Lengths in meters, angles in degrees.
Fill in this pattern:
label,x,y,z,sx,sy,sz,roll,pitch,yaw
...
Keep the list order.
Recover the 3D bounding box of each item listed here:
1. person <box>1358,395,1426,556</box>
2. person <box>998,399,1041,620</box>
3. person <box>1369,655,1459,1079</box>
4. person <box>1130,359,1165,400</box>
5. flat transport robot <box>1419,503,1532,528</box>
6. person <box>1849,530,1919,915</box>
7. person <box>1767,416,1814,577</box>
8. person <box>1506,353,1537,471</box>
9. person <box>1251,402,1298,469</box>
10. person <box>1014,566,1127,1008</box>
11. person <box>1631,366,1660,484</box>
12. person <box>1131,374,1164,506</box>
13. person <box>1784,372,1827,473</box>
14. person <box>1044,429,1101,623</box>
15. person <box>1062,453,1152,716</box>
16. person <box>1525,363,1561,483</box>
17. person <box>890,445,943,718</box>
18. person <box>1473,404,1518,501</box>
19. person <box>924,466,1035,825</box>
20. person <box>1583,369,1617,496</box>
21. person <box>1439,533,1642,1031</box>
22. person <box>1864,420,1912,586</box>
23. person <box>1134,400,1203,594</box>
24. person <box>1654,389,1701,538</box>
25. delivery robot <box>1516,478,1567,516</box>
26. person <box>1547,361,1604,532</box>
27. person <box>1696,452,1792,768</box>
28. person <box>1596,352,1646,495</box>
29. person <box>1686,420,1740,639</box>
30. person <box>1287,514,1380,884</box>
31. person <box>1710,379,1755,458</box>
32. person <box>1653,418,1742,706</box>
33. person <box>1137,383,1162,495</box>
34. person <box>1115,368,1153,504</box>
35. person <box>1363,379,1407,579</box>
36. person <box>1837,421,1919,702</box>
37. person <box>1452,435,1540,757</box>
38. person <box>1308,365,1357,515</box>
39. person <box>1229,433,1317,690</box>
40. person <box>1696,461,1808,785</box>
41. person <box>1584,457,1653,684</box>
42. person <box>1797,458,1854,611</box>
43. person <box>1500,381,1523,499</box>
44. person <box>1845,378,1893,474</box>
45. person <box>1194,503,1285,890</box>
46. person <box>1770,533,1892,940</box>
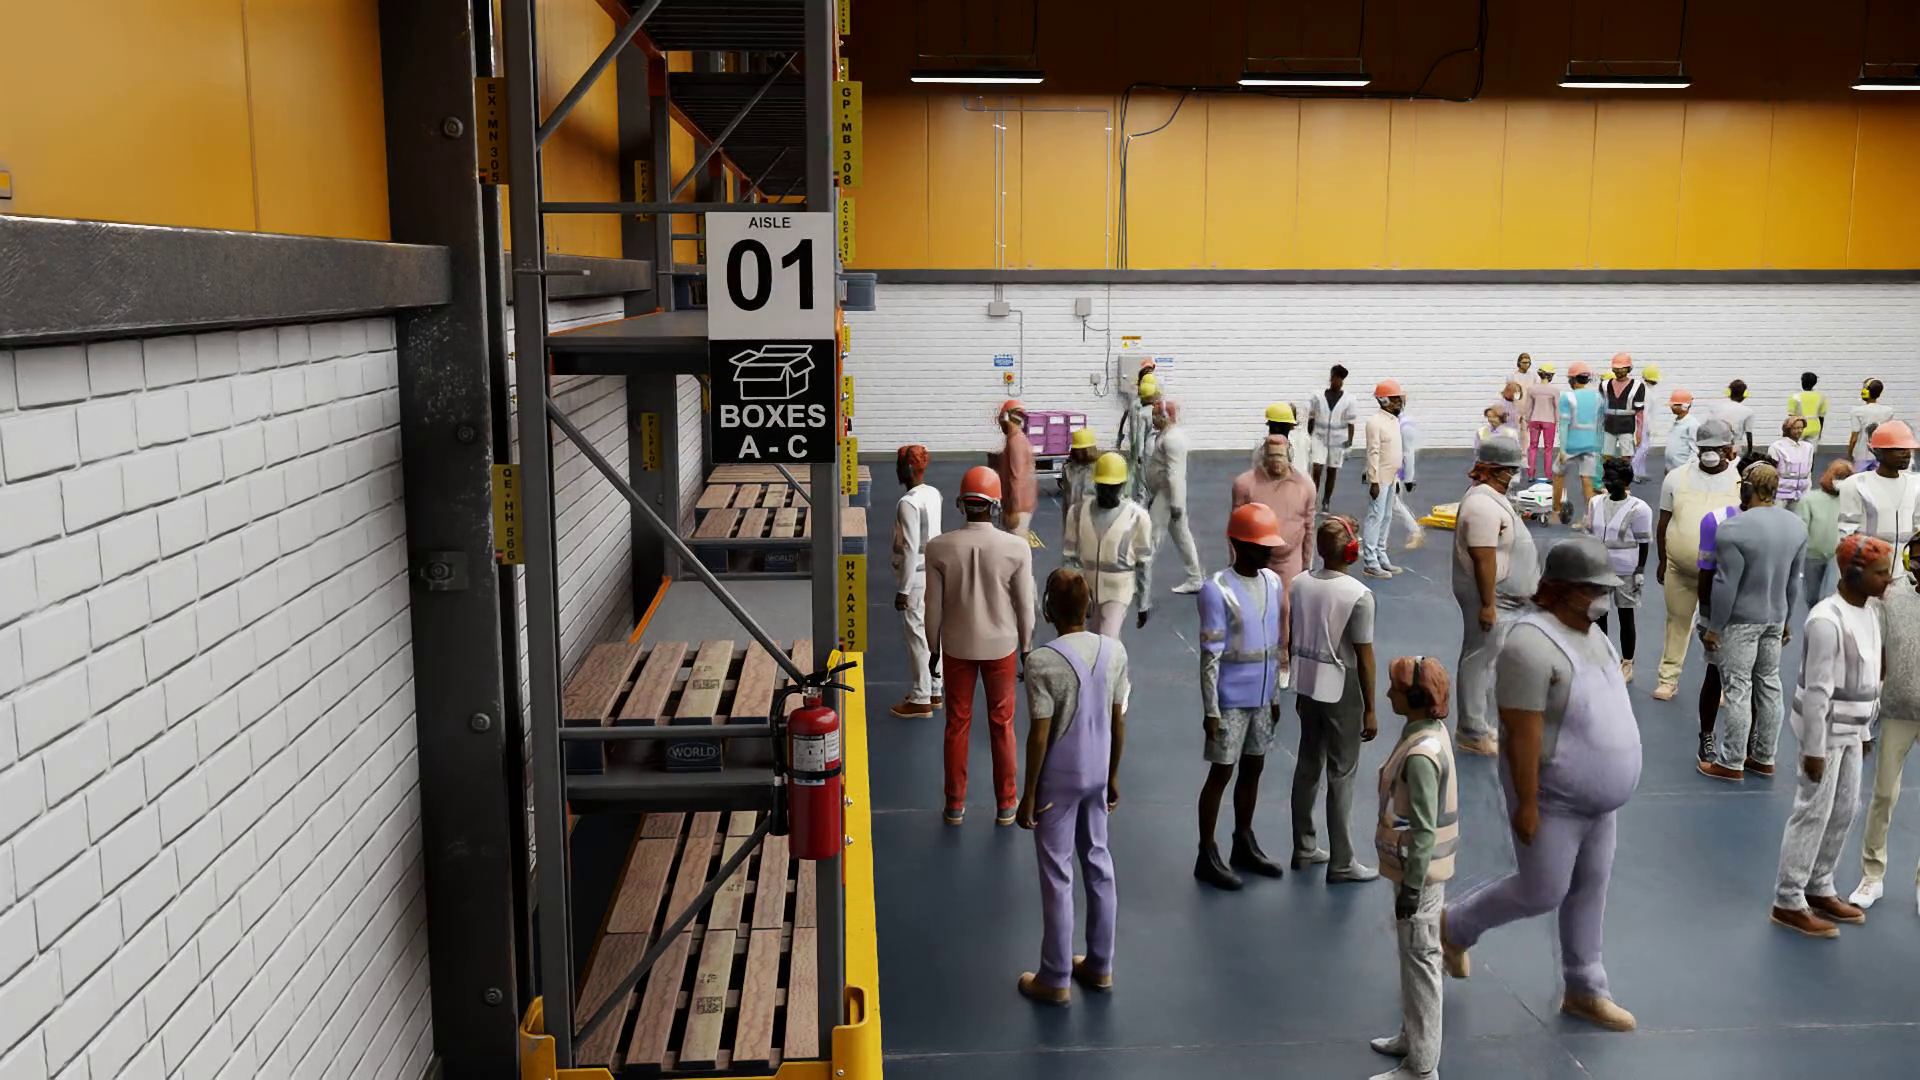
label,x,y,z,sx,sy,sz,roll,pitch,yaw
person,4.732,-0.733,18.088,0.913,1.815,0.614,-2,9,-14
person,0.528,-0.259,14.677,0.421,1.942,0.694,0,9,-1
person,1.699,1.235,6.217,0.308,1.639,0.524,3,9,16
person,2.905,-1.945,25.858,0.561,1.742,0.337,-1,9,-4
flat transport robot,6.297,-0.321,20.274,1.431,0.197,0.652,-8,12,-40
person,4.537,0.856,7.875,0.533,1.870,0.315,6,11,31
person,8.308,-0.433,16.690,0.511,1.640,0.308,-2,9,-14
person,8.691,-1.984,25.798,0.515,1.842,0.331,-2,9,-10
person,2.775,-0.271,14.833,0.426,1.915,0.583,0,9,0
person,0.458,1.022,6.934,0.520,1.837,0.331,-6,11,-34
person,10.002,-1.683,24.304,0.360,1.721,0.637,4,10,24
person,2.476,-1.308,21.856,0.487,1.746,0.288,-2,9,-10
person,11.829,-1.517,23.336,0.559,1.680,0.459,1,9,4
person,1.074,-0.120,14.529,0.502,1.709,0.726,5,10,30
person,1.000,0.338,11.098,0.594,1.892,0.928,5,10,27
person,8.530,-1.707,24.317,0.523,1.762,0.329,7,12,39
person,-0.299,0.284,11.438,0.343,1.884,0.590,3,10,19
person,5.836,-0.671,18.232,0.555,1.618,0.538,8,12,43
person,0.108,0.588,9.167,0.612,1.995,0.382,1,9,5
person,8.868,-1.481,22.915,0.542,1.750,0.371,-7,11,-37
person,2.388,0.947,6.769,0.694,2.000,0.740,-8,12,-40
person,7.728,-0.091,13.949,0.719,1.826,0.598,6,11,34
person,1.867,-0.397,15.767,0.989,1.852,0.678,1,9,9
person,8.169,-0.845,18.925,0.345,1.746,0.573,-1,9,-5
delivery robot,7.093,-0.509,20.272,0.707,0.478,0.477,-8,12,-42
person,7.299,-1.117,19.806,0.614,2.006,0.864,-2,9,-12
person,4.810,0.441,10.196,0.603,1.962,0.367,-1,9,-4
person,8.627,-1.442,21.794,0.614,2.036,0.404,8,12,40
person,6.244,-0.075,13.799,0.507,1.846,0.344,4,10,26
person,1.854,0.793,8.333,0.390,1.850,0.565,-6,11,-31
person,8.996,-0.963,19.453,0.911,1.813,0.532,-8,12,-41
person,5.266,0.154,11.751,0.682,2.000,0.537,5,10,30
person,2.409,-1.086,20.593,0.486,1.710,0.477,-4,10,-23
person,2.398,-1.367,22.075,0.560,1.806,0.997,7,12,39
person,4.270,-0.621,16.750,0.373,1.997,0.618,6,11,35
person,6.321,0.204,11.418,0.608,2.048,0.363,-1,9,-7
person,3.411,0.336,10.607,0.536,2.000,0.688,2,9,15
person,4.655,-1.236,20.865,0.609,1.918,0.614,2,9,15
person,2.343,0.116,12.504,0.642,1.872,0.876,1,9,8
person,4.725,0.493,9.942,0.636,1.939,0.364,-3,10,-21
person,4.861,0.227,12.370,0.317,1.695,0.540,-6,11,-34
person,6.894,0.137,13.202,0.508,1.604,0.738,7,11,37
person,7.378,-1.327,22.355,0.323,1.619,0.587,6,11,35
person,10.316,-0.909,18.960,0.580,1.869,0.329,-1,9,-5
person,1.413,0.770,8.237,0.543,1.929,0.382,-7,11,-37
person,4.026,0.893,7.648,0.583,1.874,0.353,-8,12,-42
